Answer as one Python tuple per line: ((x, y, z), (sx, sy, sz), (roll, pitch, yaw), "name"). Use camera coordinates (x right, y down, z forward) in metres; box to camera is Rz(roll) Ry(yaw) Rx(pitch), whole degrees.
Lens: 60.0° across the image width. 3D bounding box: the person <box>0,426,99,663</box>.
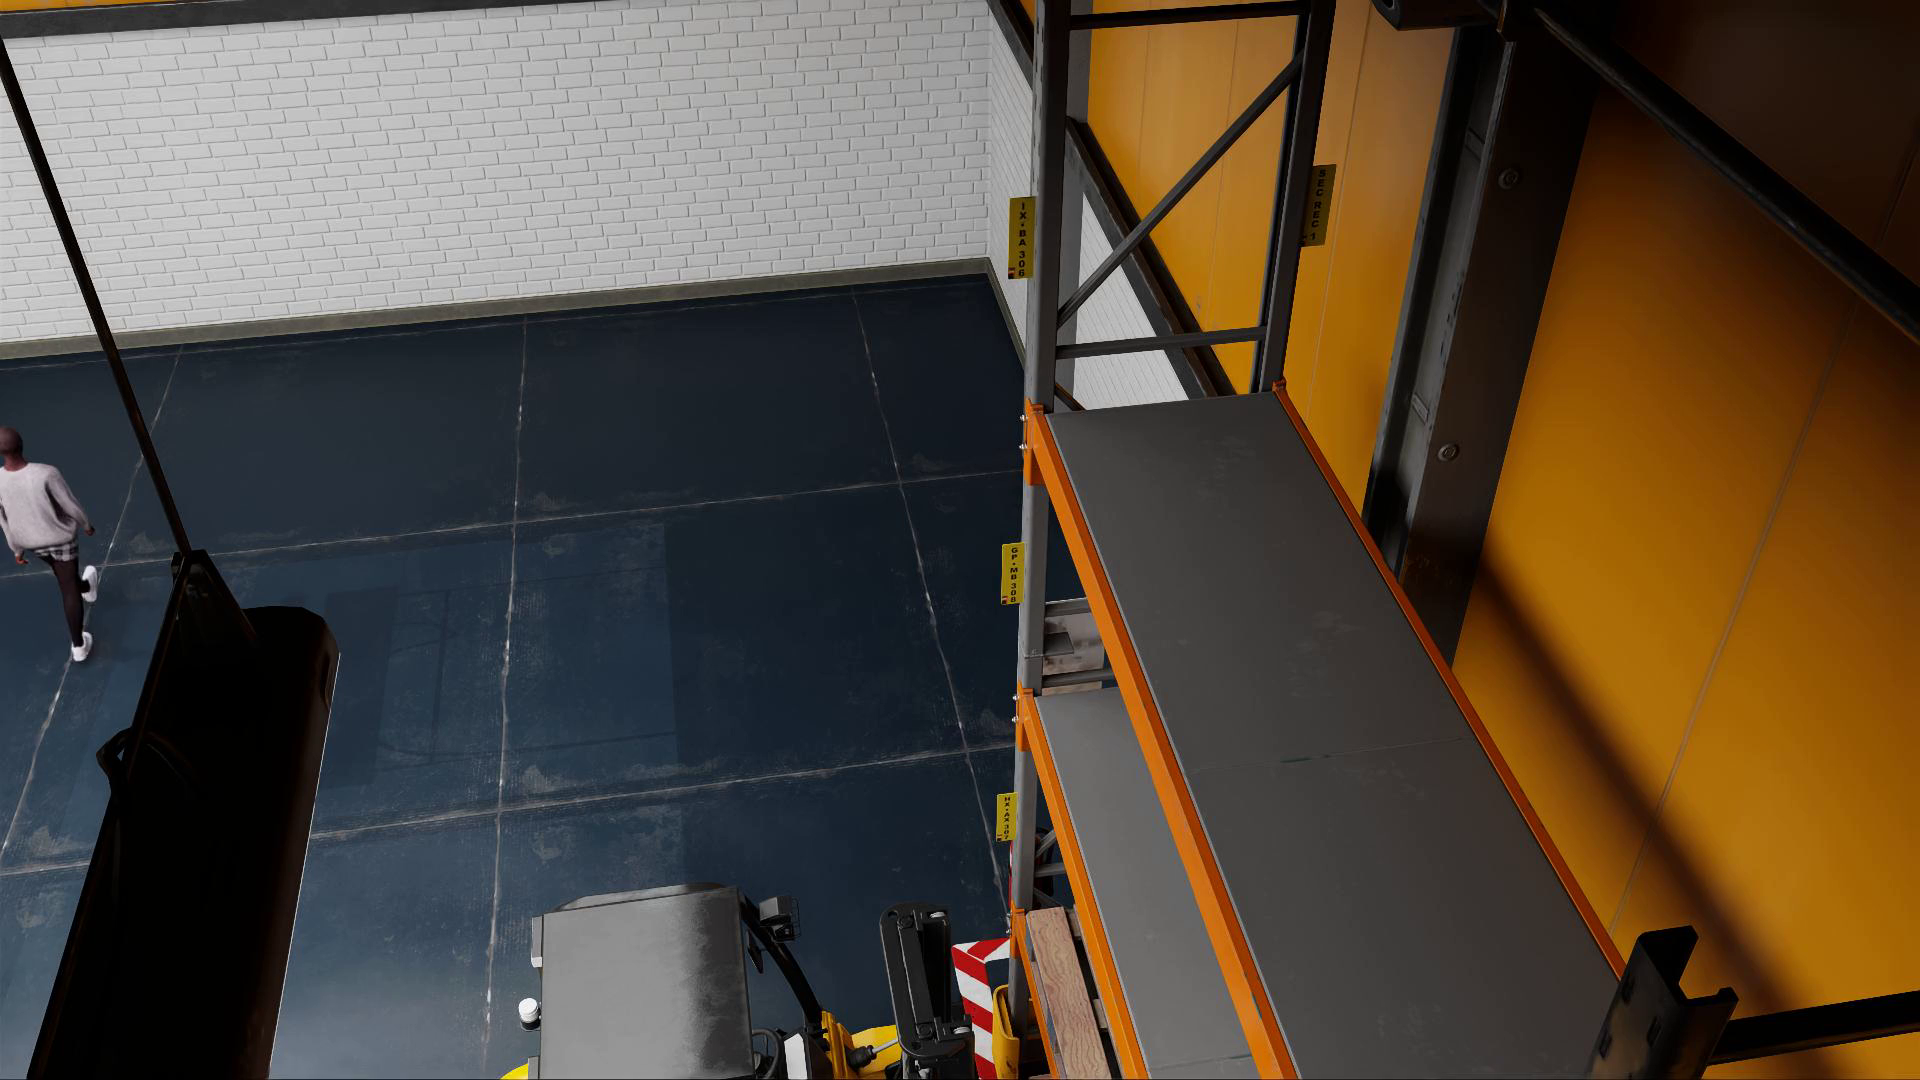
((-6.136, 0.056, 11.182), (0.655, 1.730, 1.116), (-7, 39, -9), "person")
